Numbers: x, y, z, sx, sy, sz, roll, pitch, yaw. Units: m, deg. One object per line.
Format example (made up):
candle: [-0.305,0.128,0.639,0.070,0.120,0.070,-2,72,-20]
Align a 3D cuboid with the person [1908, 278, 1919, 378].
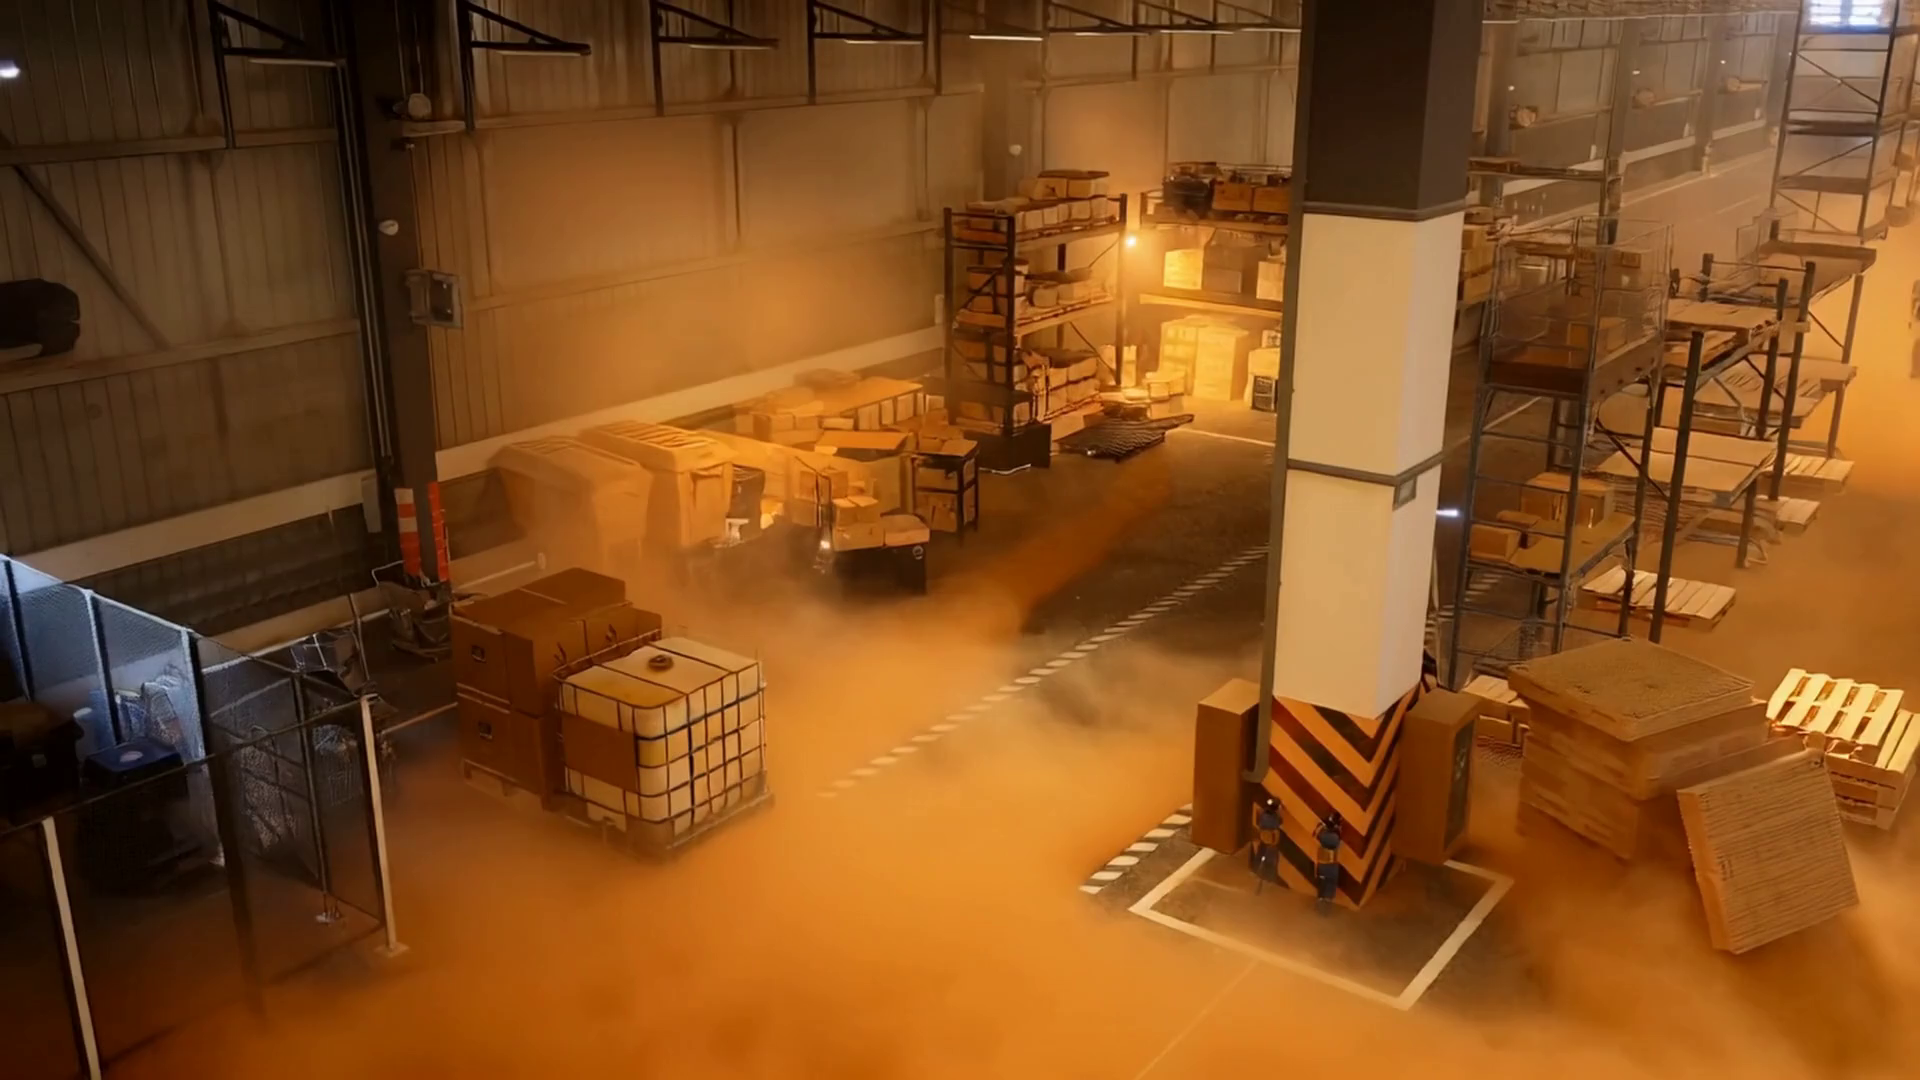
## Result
person: [14.889,-3.424,25.609,0.458,1.921,0.554,-14,23,-36]
